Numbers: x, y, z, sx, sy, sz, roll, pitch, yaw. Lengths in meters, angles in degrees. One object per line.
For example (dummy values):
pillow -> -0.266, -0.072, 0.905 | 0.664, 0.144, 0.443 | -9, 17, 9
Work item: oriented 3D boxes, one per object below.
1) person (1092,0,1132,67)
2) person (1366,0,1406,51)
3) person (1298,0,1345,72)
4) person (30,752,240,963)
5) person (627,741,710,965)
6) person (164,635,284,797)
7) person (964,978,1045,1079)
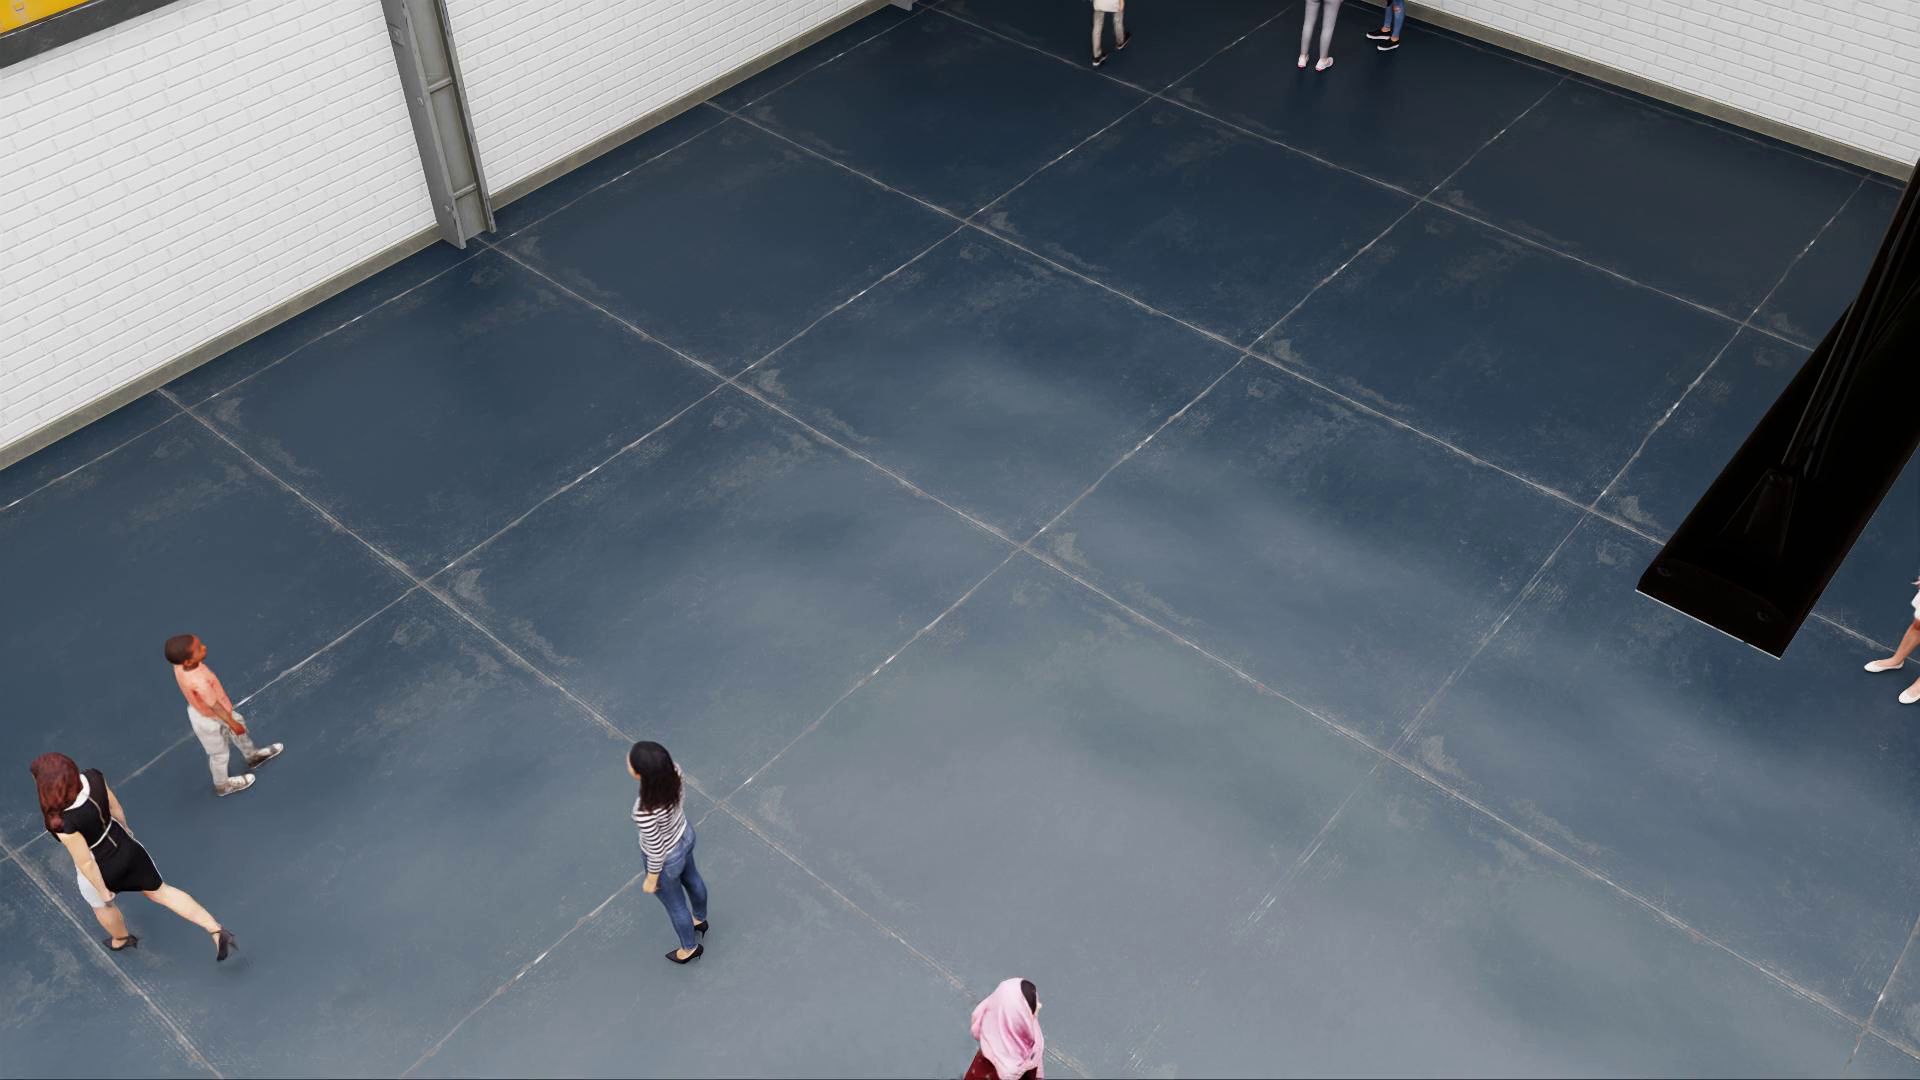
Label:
person -> 1.468, -5.459, 16.705 | 0.691, 1.415, 0.927 | 18, 46, 18
person -> 4.477, -5.825, 16.897 | 0.758, 1.679, 0.719 | -8, 44, -8
person -> 3.636, -5.477, 16.582 | 0.613, 1.610, 0.616 | 19, 47, 19
person -> -4.446, 1.739, 8.897 | 1.028, 1.762, 1.132 | 7, 44, 7
person -> -1.556, 1.684, 8.931 | 0.712, 1.796, 0.563 | 12, 45, 12
person -> -4.544, 1.067, 9.940 | 0.737, 1.297, 0.601 | -26, 49, -25
person -> 0.135, 2.627, 8.075 | 1.146, 1.611, 1.092 | -3, 44, -3
